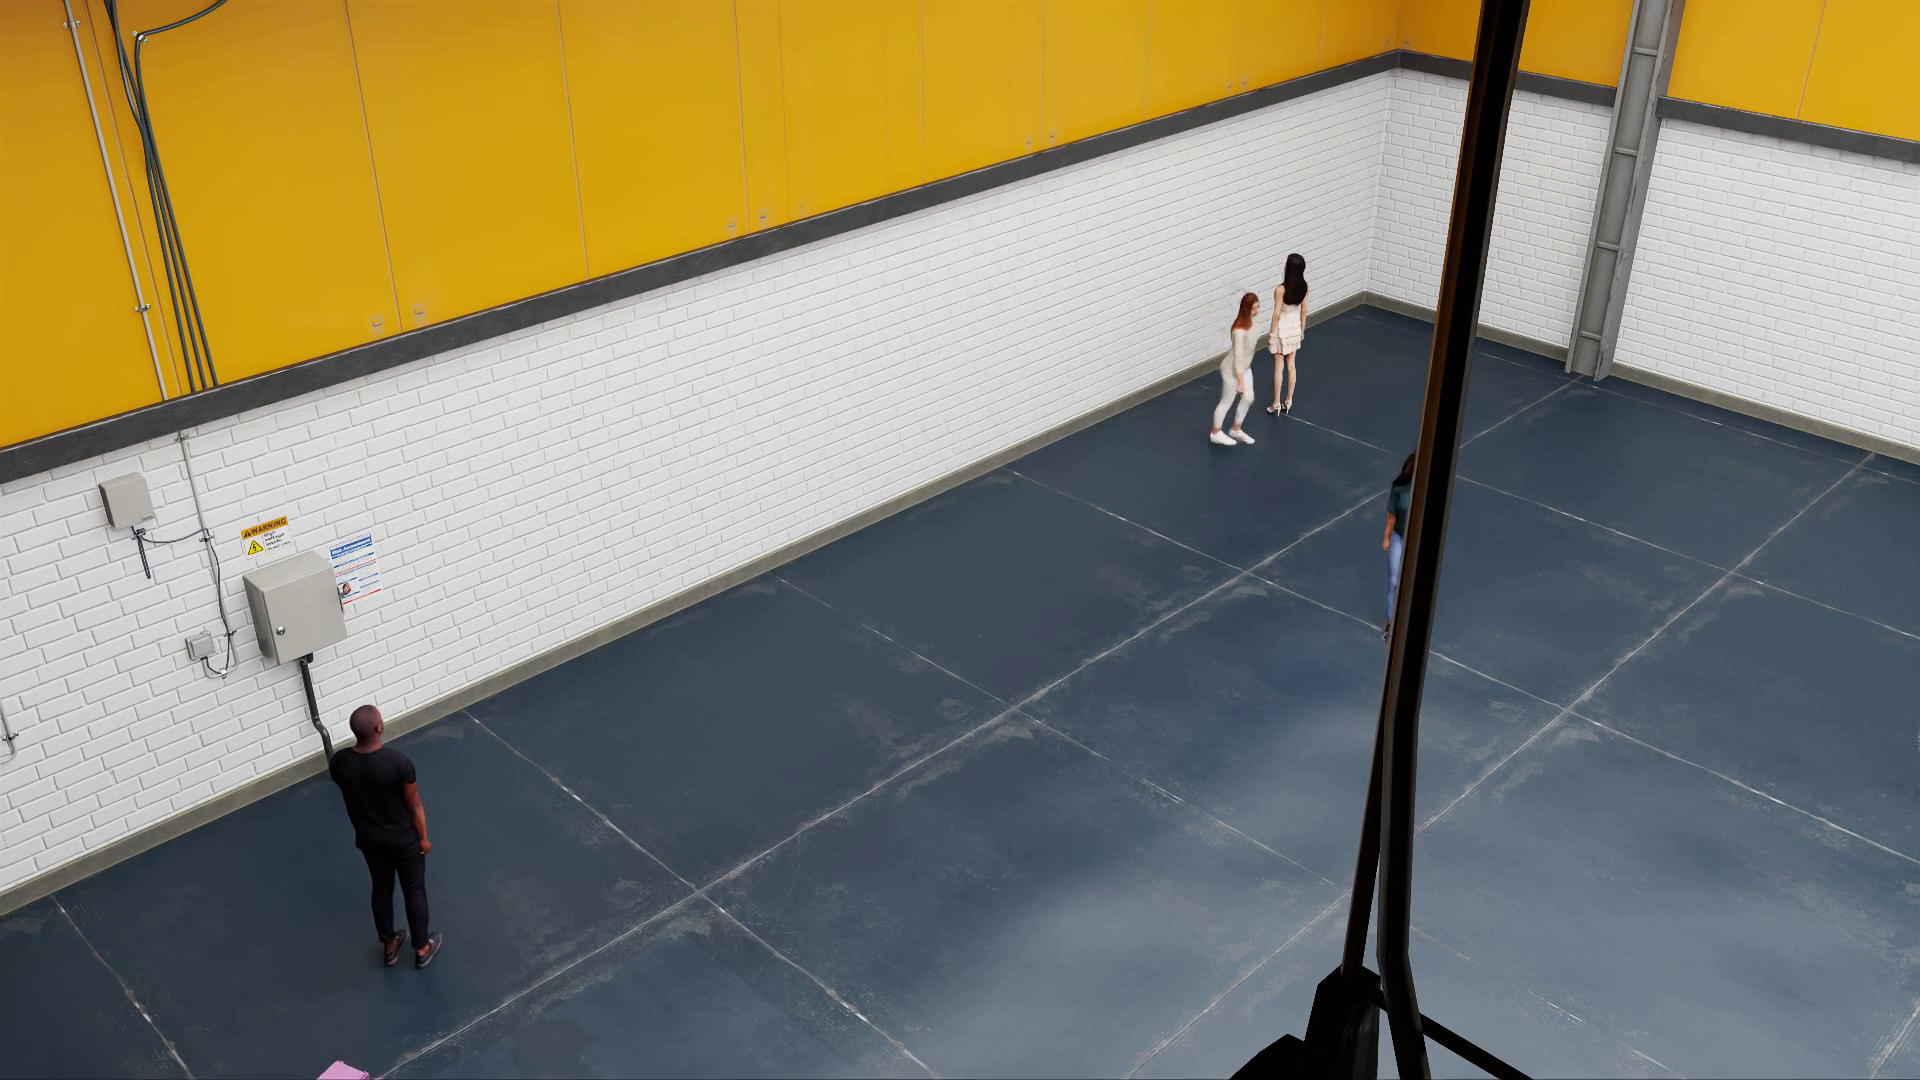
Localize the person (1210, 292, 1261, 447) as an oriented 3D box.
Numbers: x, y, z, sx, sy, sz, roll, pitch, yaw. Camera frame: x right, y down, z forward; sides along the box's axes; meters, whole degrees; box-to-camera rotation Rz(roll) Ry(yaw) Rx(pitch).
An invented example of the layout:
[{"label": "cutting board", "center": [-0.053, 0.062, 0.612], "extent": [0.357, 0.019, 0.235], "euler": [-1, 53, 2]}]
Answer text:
[{"label": "person", "center": [2.671, -1.675, 16.394], "extent": [0.747, 1.654, 0.692], "euler": [10, 30, 18]}]

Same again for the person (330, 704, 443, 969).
[{"label": "person", "center": [-3.403, 1.773, 9.904], "extent": [0.703, 1.816, 0.809], "euler": [5, 29, 9]}]

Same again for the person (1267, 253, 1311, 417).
[{"label": "person", "center": [3.360, -2.113, 17.113], "extent": [0.653, 1.736, 0.644], "euler": [-11, 31, -19]}]
